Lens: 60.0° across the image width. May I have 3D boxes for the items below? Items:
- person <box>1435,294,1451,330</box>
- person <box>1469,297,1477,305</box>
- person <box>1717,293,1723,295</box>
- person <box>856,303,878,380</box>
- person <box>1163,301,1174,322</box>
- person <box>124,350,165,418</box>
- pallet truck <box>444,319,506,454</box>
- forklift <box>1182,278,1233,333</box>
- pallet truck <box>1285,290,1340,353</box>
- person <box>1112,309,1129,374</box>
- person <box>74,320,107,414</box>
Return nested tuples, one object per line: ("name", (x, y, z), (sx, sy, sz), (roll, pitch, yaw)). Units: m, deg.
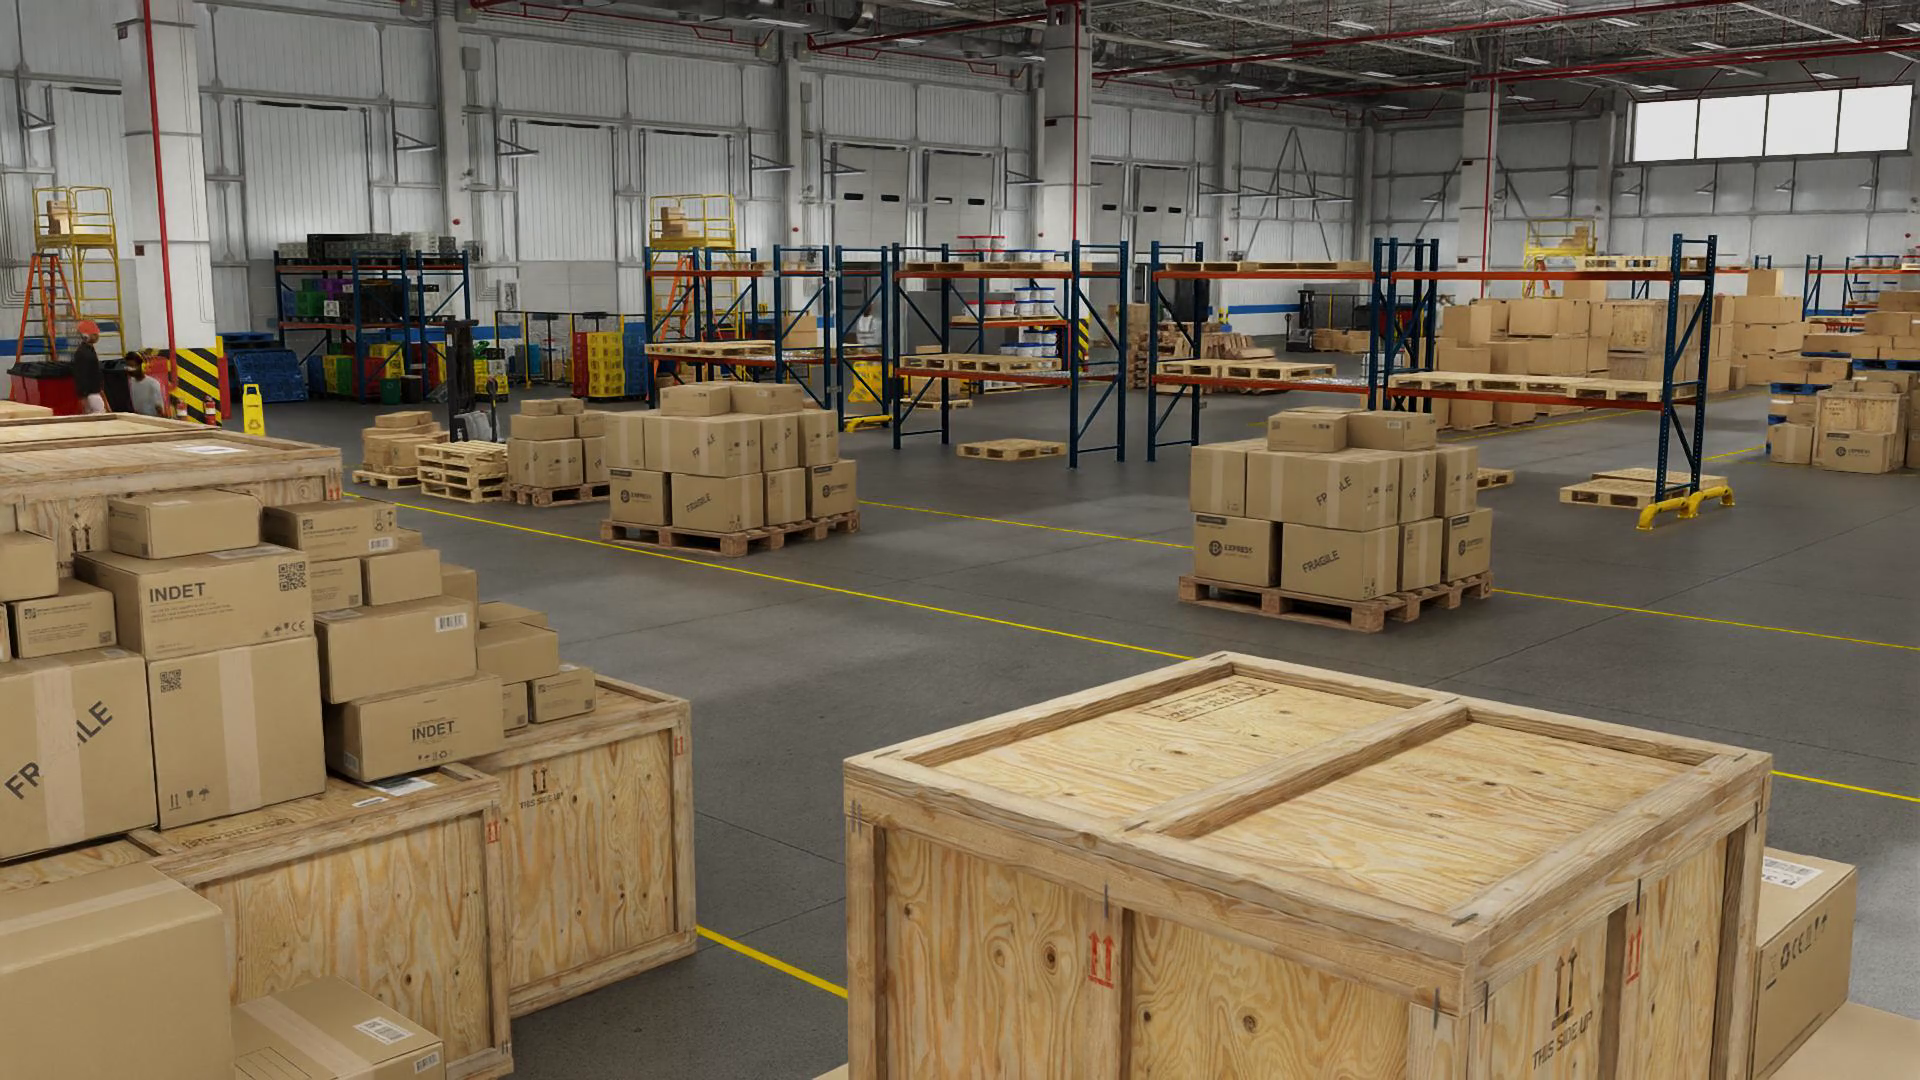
("person", (14.598, -6.484, 50.355), (0.637, 1.904, 1.017), (2, 10, 14))
("person", (12.956, -5.160, 42.062), (0.636, 1.939, 0.362), (-3, 10, -16))
("person", (23.994, -6.863, 52.623), (0.556, 1.907, 0.914), (7, 11, 36))
("person", (-2.217, -4.773, 40.008), (0.584, 1.847, 0.960), (3, 10, 17))
("person", (6.882, -7.174, 55.453), (0.555, 1.598, 0.809), (-3, 10, -18))
("person", (-8.750, -1.167, 18.058), (0.560, 1.804, 1.008), (4, 10, 25))
("pallet truck", (-6.981, -1.942, 22.150), (1.885, 1.965, 0.823), (1, 9, 9))
("forklift", (6.651, -6.381, 46.671), (1.873, 2.768, 1.129), (9, 13, 43))
("pallet truck", (11.297, -6.951, 52.861), (1.885, 1.965, 0.823), (-5, 11, -29))
("person", (4.109, -5.060, 42.092), (0.588, 1.719, 0.500), (2, 10, 13))
("person", (-12.048, -2.045, 22.885), (0.779, 1.964, 0.608), (-4, 10, -24))
